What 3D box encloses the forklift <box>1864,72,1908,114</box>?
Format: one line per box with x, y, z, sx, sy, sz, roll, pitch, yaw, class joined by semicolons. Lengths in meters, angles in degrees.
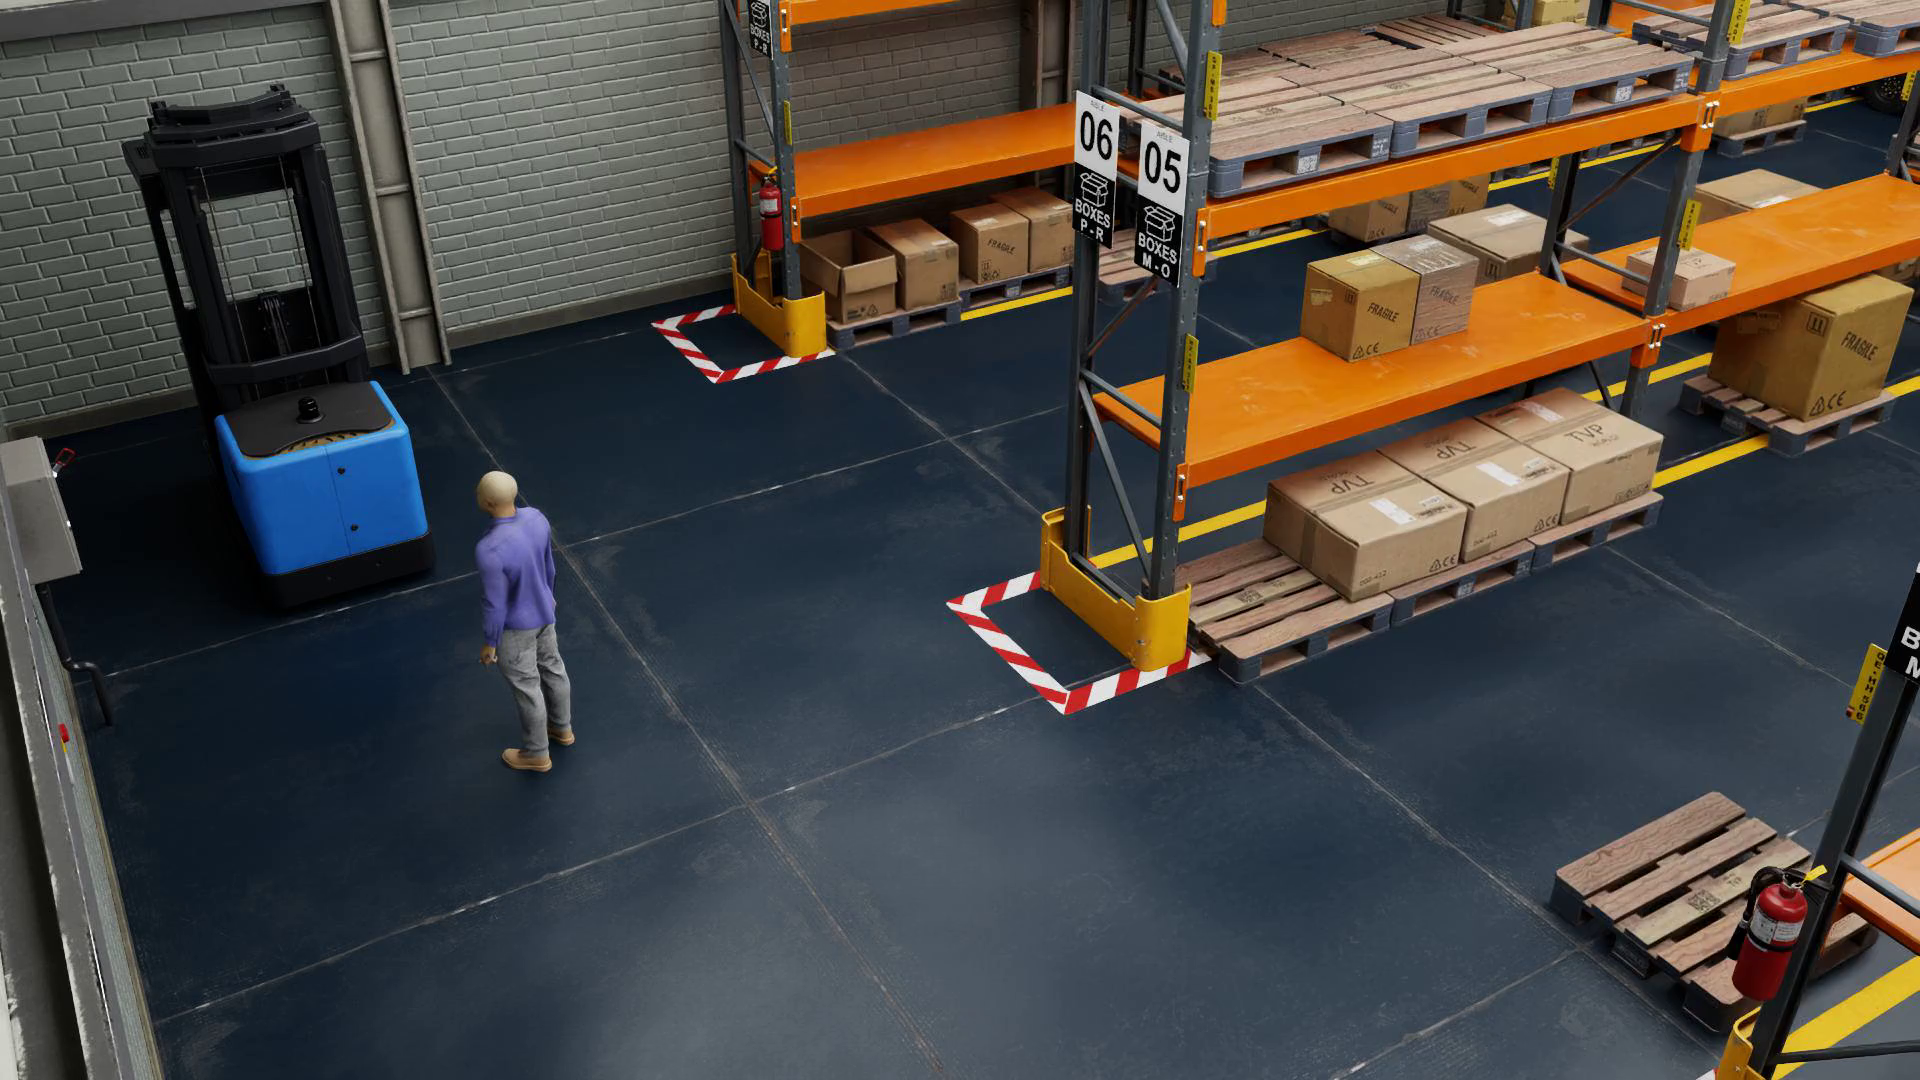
11.468;-5.645;18.244;1.214;2.155;2.313;-17;36;-26;forklift

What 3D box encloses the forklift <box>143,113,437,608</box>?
-4.289;-1.259;10.509;1.129;2.768;1.873;-17;36;-26;forklift

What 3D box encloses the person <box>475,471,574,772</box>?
-2.303;0.428;8.795;0.395;1.800;0.589;12;34;19;person
